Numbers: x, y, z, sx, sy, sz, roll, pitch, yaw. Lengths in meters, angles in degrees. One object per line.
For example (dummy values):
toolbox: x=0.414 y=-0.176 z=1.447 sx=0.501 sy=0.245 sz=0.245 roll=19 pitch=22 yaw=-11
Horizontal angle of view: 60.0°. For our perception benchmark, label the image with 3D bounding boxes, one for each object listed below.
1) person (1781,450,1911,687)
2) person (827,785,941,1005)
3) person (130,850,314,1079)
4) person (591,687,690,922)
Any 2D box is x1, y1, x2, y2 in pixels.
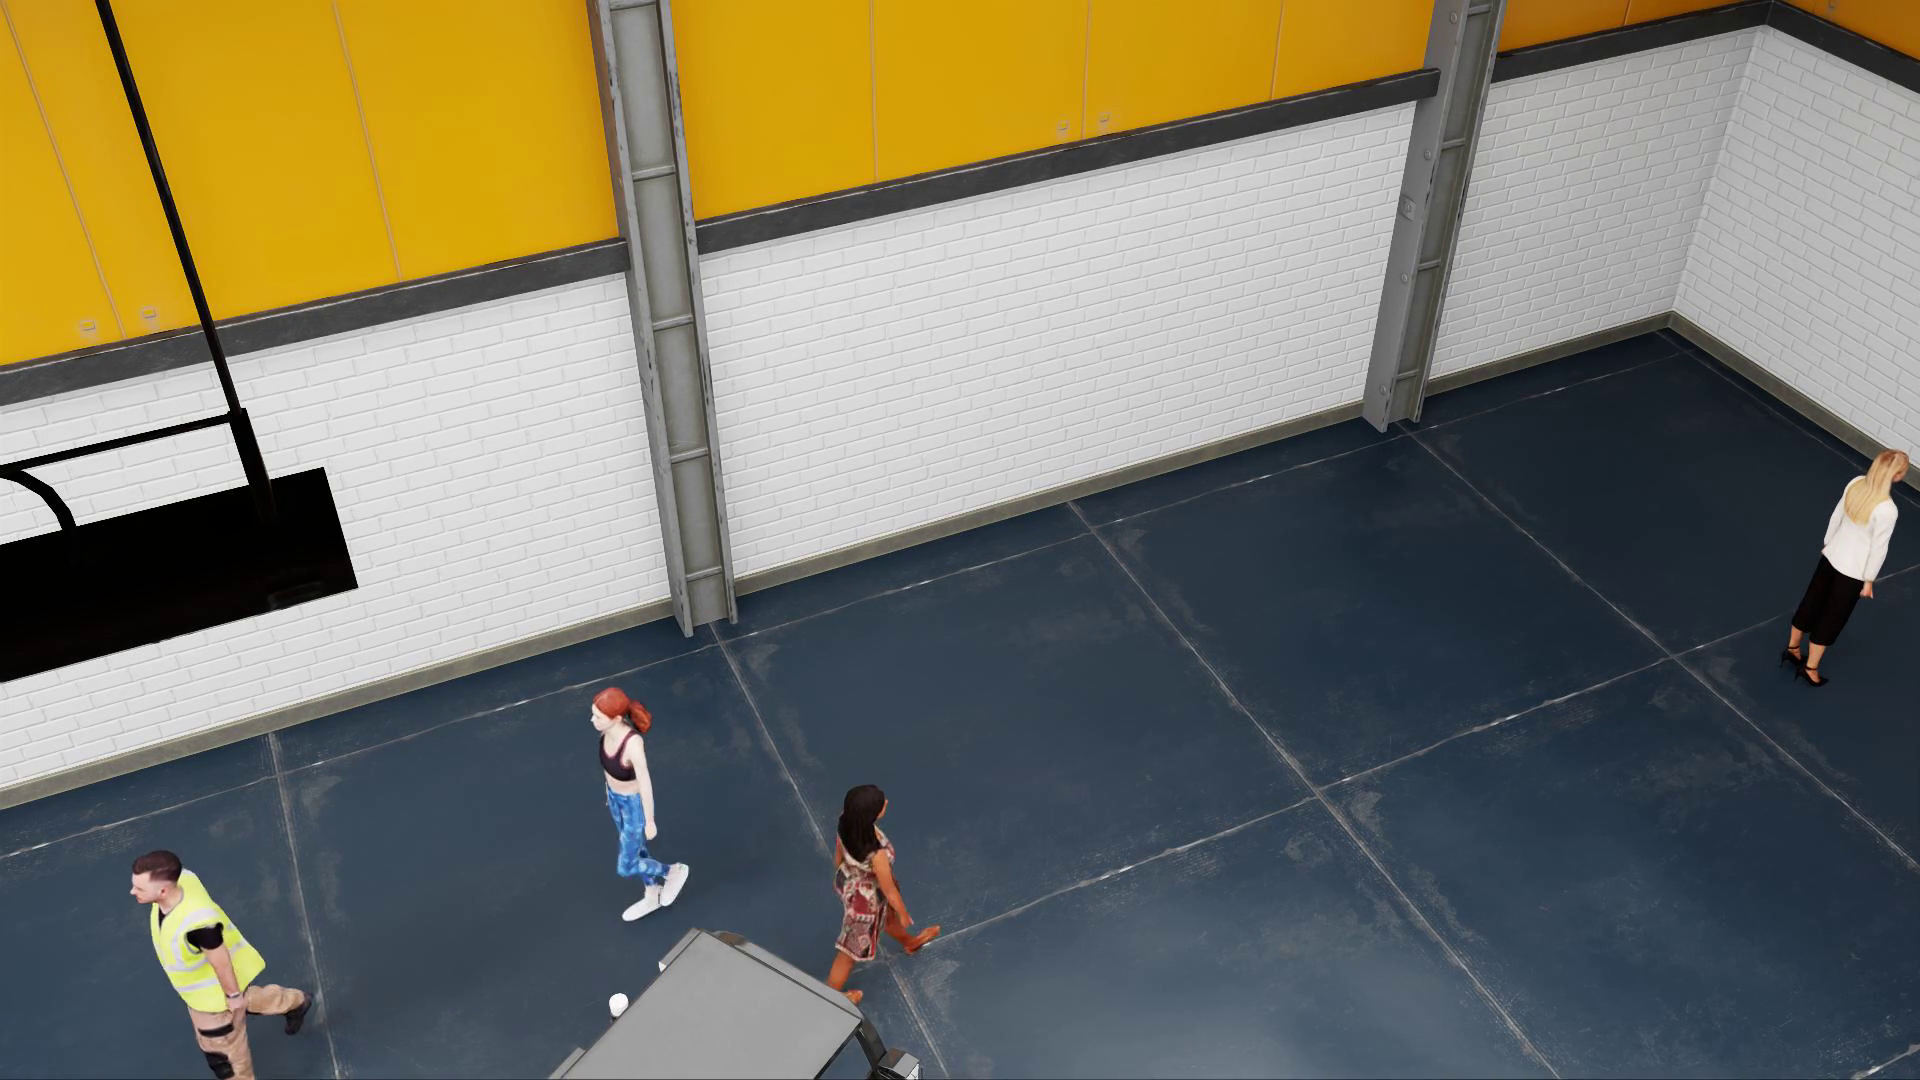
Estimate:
person: x=5.831 y=0.181 z=10.947 sx=0.600 sy=1.857 sz=0.672 roll=-7 pitch=39 yaw=-9
person: x=-0.597 y=1.957 z=8.922 sx=1.037 sy=1.608 sz=0.685 roll=-19 pitch=43 yaw=-23
person: x=-3.759 y=2.180 z=8.466 sx=1.075 sy=1.828 sz=0.857 roll=-29 pitch=47 yaw=-31
person: x=-1.775 y=1.477 z=9.389 sx=0.748 sy=1.777 sz=0.658 roll=-27 pitch=46 yaw=-29
